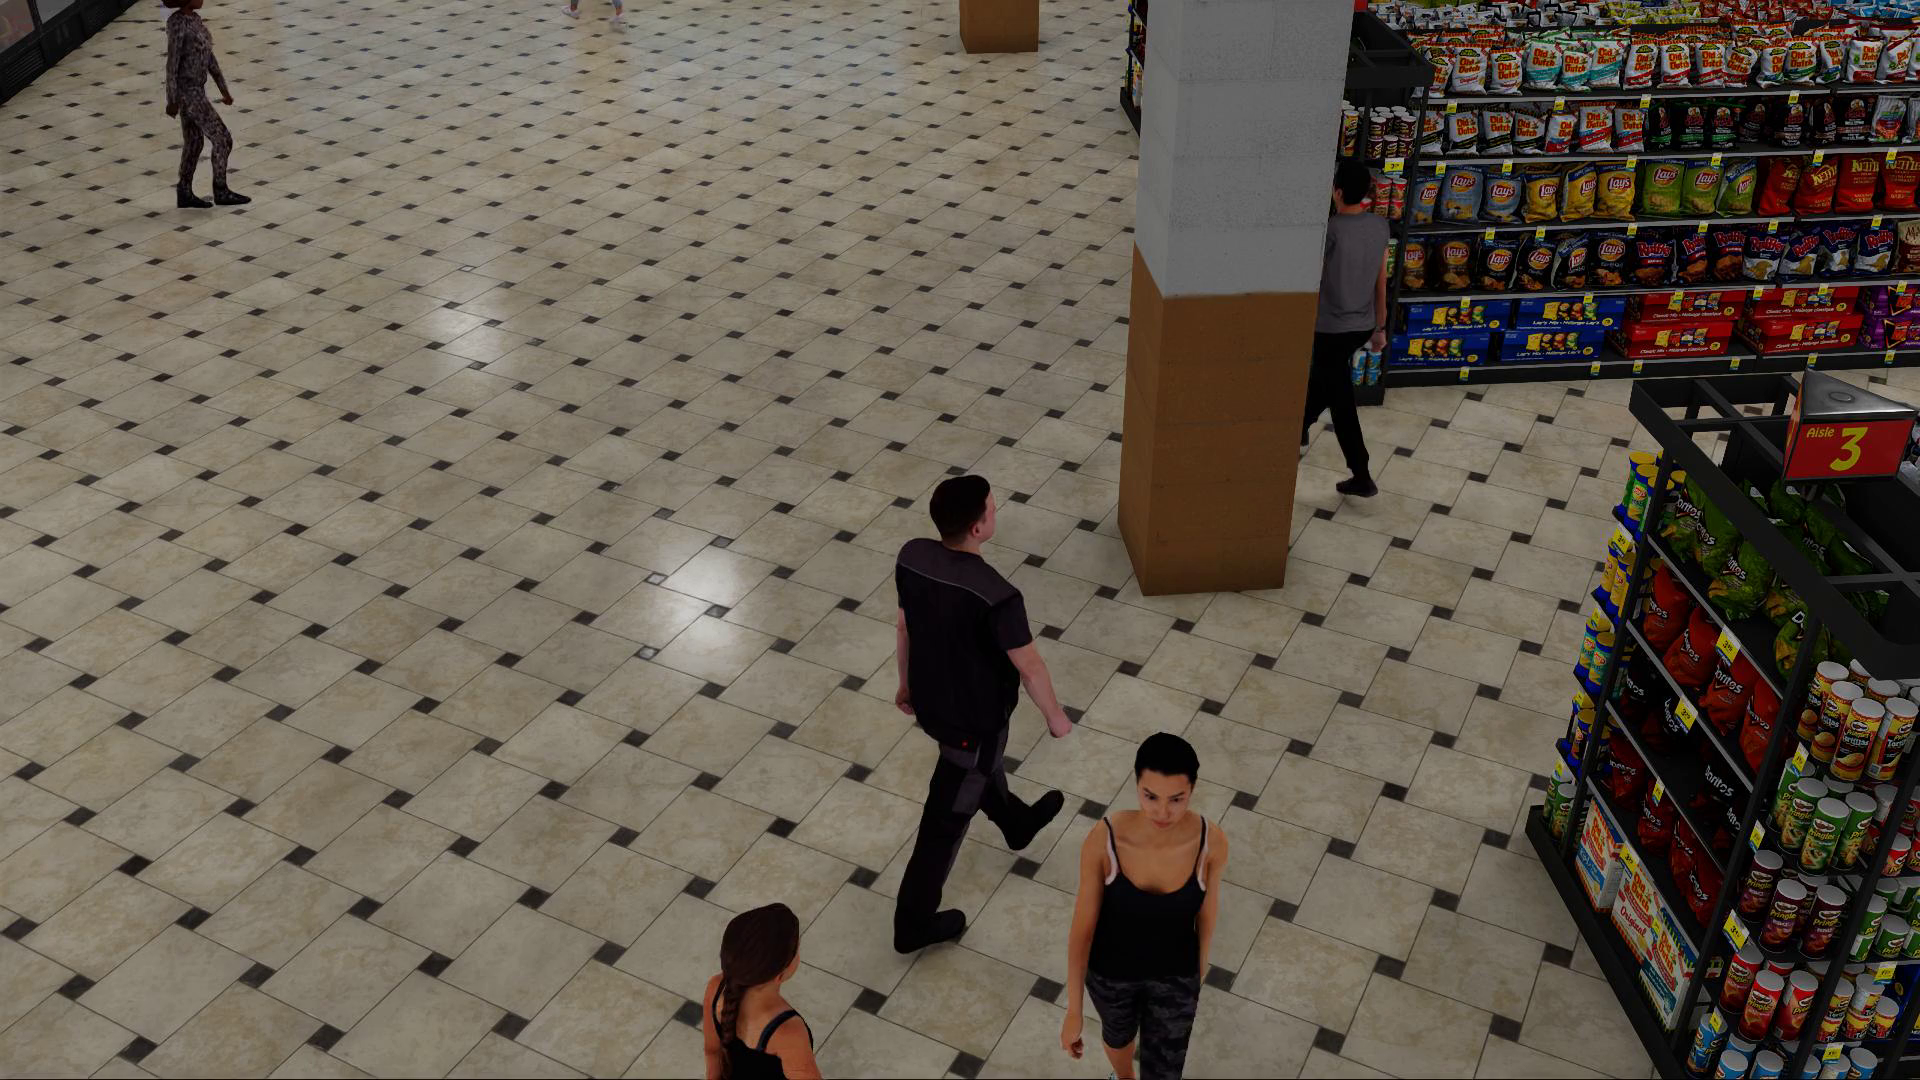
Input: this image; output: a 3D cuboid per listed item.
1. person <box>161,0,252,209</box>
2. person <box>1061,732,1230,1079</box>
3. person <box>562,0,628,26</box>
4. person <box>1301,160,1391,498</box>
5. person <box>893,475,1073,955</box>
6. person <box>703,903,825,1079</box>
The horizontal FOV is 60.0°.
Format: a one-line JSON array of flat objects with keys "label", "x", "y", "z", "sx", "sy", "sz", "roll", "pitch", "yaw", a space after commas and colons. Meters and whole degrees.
[{"label": "person", "x": -5.613, "y": -3.183, "z": 12.007, "sx": 0.734, "sy": 1.674, "sz": 0.576, "roll": 2, "pitch": 32, "yaw": 3}, {"label": "person", "x": 0.529, "y": 1.214, "z": 4.918, "sx": 1.019, "sy": 1.698, "sz": 0.773, "roll": 4, "pitch": 32, "yaw": 6}, {"label": "person", "x": -3.593, "y": -5.866, "z": 16.334, "sx": 1.172, "sy": 1.658, "sz": 1.149, "roll": 26, "pitch": 40, "yaw": 36}, {"label": "person", "x": 2.001, "y": -1.036, "z": 8.524, "sx": 1.224, "sy": 1.709, "sz": 1.022, "roll": -17, "pitch": 36, "yaw": -25}, {"label": "person", "x": -0.063, "y": 0.654, "z": 5.722, "sx": 1.285, "sy": 1.799, "sz": 1.116, "roll": -22, "pitch": 38, "yaw": -31}, {"label": "person", "x": -0.564, "y": 1.615, "z": 4.418, "sx": 0.747, "sy": 1.546, "sz": 0.808, "roll": 25, "pitch": 40, "yaw": 34}]
